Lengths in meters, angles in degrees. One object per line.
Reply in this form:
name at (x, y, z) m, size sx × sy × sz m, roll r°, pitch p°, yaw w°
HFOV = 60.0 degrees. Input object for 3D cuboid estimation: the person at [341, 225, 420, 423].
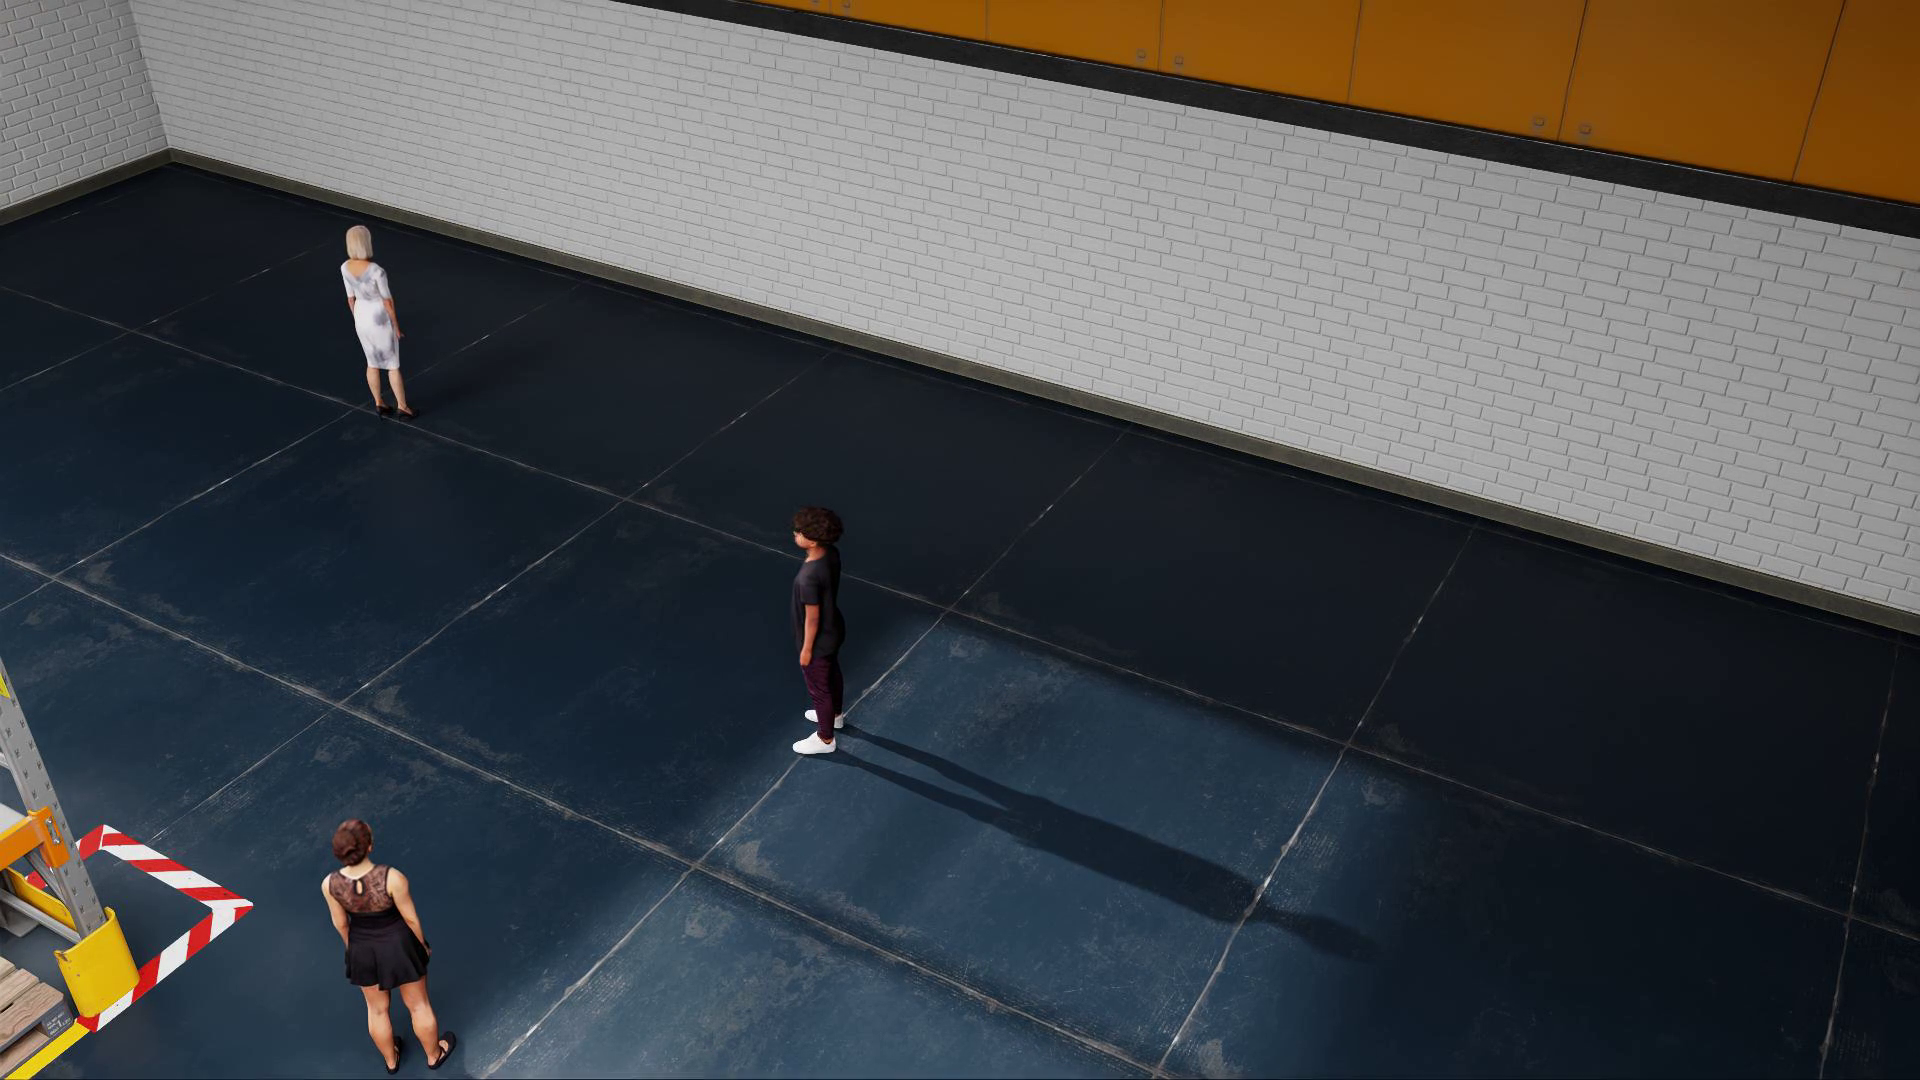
person at (-4.902, -1.809, 13.952) m, size 0.616 × 1.750 × 0.586 m, roll 8°, pitch 35°, yaw 12°

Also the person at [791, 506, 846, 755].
person at (-0.880, 0.543, 10.382) m, size 0.757 × 1.787 × 0.639 m, roll 5°, pitch 34°, yaw 8°

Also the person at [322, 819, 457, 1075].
person at (-2.862, 2.025, 8.254) m, size 0.677 × 1.673 × 0.714 m, roll -2°, pitch 34°, yaw -3°
